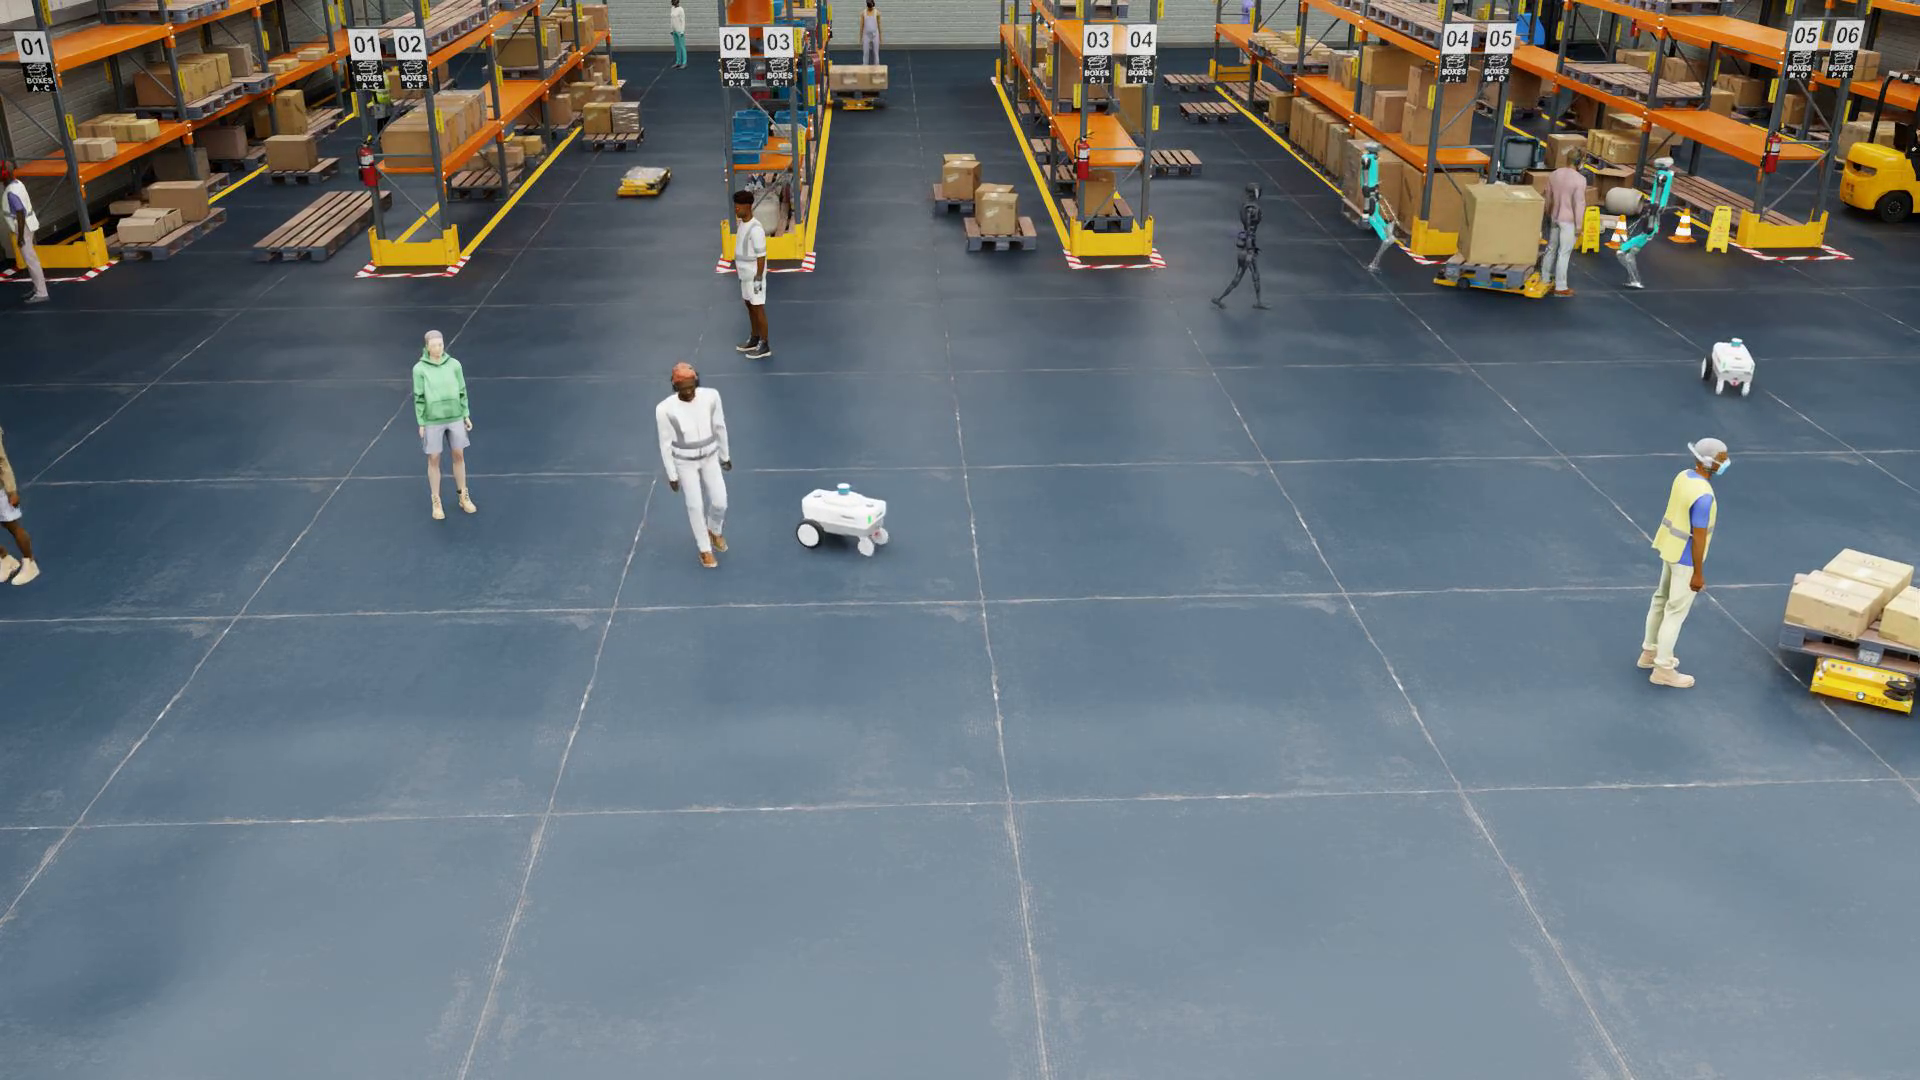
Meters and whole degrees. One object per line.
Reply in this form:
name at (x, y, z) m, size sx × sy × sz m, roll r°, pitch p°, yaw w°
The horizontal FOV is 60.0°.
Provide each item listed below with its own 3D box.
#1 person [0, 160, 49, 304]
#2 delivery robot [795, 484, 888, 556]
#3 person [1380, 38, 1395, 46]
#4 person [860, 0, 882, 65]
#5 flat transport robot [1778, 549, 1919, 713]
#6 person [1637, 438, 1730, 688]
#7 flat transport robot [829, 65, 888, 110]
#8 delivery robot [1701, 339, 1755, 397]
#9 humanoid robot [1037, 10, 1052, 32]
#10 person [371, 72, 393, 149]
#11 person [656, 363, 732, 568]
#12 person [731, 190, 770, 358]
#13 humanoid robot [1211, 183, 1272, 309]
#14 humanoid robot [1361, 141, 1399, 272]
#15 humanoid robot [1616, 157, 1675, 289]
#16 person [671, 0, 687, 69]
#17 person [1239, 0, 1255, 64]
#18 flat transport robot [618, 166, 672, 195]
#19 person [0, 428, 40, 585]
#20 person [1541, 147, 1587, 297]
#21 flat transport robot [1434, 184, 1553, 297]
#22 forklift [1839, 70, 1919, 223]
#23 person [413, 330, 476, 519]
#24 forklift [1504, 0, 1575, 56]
person at (-12.114, -3.996, 21.514) m, size 0.372 × 1.842 × 0.568 m, roll -11°, pitch 26°, yaw -23°
delivery robot at (-1.016, -0.211, 14.566) m, size 0.747 × 0.570 × 0.499 m, roll 10°, pitch 26°, yaw 22°
person at (8.951, -9.848, 34.661) m, size 0.553 × 1.842 × 0.478 m, roll 1°, pitch 24°, yaw 2°
person at (-2.093, -11.808, 39.045) m, size 0.520 × 1.862 × 0.389 m, roll 1°, pitch 24°, yaw 2°
flat transport robot at (6.872, 0.854, 12.553) m, size 0.659 × 0.231 × 1.431 m, roll 13°, pitch 27°, yaw 27°
person at (5.269, 0.150, 12.143) m, size 0.388 × 1.891 × 0.534 m, roll 1°, pitch 24°, yaw 3°
flat transport robot at (-2.161, -9.399, 35.593) m, size 0.659 × 0.231 × 1.431 m, roll -1°, pitch 24°, yaw -2°
delivery robot at (8.576, -1.947, 18.473) m, size 0.499 × 0.576 × 0.757 m, roll 6°, pitch 25°, yaw 14°
humanoid robot at (2.017, -12.780, 41.383) m, size 0.585 × 1.768 × 0.880 m, roll 8°, pitch 25°, yaw 17°
person at (-10.789, -8.174, 31.079) m, size 0.318 × 1.699 × 0.534 m, roll 6°, pitch 25°, yaw 12°
person at (-2.206, -0.634, 13.947) m, size 0.636 × 1.854 × 0.482 m, roll -11°, pitch 26°, yaw -23°
person at (-2.438, -3.102, 19.360) m, size 0.362 × 1.961 × 0.611 m, roll -11°, pitch 26°, yaw -23°
humanoid robot at (3.640, -3.737, 21.198) m, size 0.766 × 1.638 × 0.591 m, roll 6°, pitch 25°, yaw 13°
humanoid robot at (5.803, -4.561, 22.935) m, size 0.656 × 1.807 × 0.535 m, roll 11°, pitch 26°, yaw 24°
humanoid robot at (9.022, -4.155, 22.092) m, size 0.658 × 1.871 × 0.543 m, roll 13°, pitch 27°, yaw 27°
person at (-6.872, -12.382, 40.453) m, size 0.312 × 1.768 × 0.526 m, roll -20°, pitch 31°, yaw -37°
person at (7.120, -12.723, 41.180) m, size 0.395 × 1.800 × 0.589 m, roll -5°, pitch 25°, yaw -12°
flat transport robot at (-5.328, -6.082, 28.138) m, size 0.659 × 0.231 × 1.431 m, roll 0°, pitch 24°, yaw 1°
person at (-7.966, -0.432, 13.629) m, size 0.685 × 1.735 × 0.494 m, roll 8°, pitch 25°, yaw 18°
person at (7.914, -4.160, 21.776) m, size 0.372 × 1.934 × 0.626 m, roll -10°, pitch 26°, yaw -22°
flat transport robot at (7.173, -3.507, 22.354) m, size 1.431 × 0.231 × 0.659 m, roll 14°, pitch 27°, yaw 28°
forklift at (15.132, -6.143, 25.915) m, size 2.313 × 2.155 × 1.214 m, roll -1°, pitch 24°, yaw -2°
person at (-4.662, -1.057, 15.035) m, size 0.474 × 1.742 × 0.336 m, roll -13°, pitch 27°, yaw -26°
forklift at (14.700, -13.805, 42.301) m, size 1.873 × 2.768 × 1.129 m, roll -1°, pitch 24°, yaw -2°
